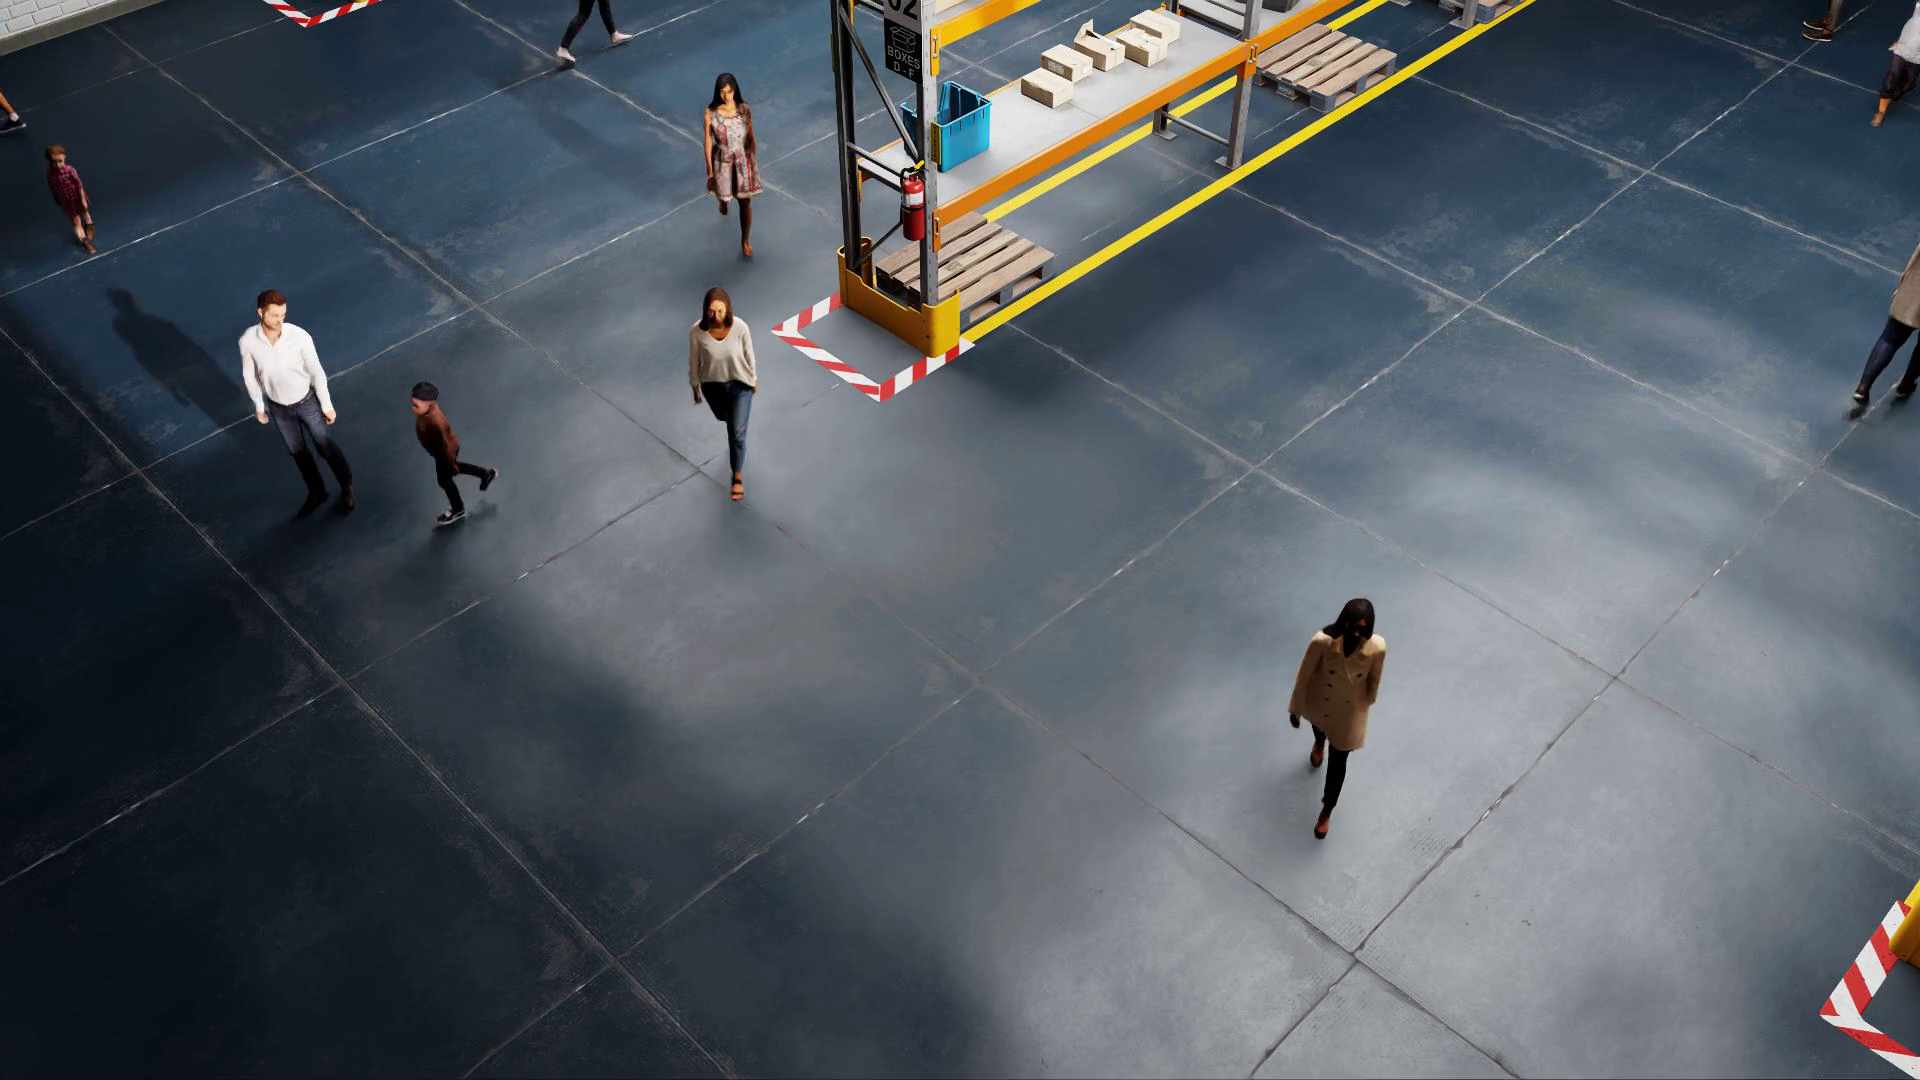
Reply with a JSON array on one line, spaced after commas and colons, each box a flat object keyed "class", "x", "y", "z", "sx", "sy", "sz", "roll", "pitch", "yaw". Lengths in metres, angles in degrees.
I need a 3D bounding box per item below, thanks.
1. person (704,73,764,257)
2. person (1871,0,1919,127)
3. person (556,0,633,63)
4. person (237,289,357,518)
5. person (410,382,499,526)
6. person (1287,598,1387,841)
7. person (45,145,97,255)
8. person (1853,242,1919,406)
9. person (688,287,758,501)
[{"class": "person", "x": -1.969, "y": -3.291, "z": 14.292, "sx": 1.019, "sy": 1.628, "sz": 0.983, "roll": -11, "pitch": 45, "yaw": -11}, {"class": "person", "x": 9.151, "y": -4.737, "z": 15.951, "sx": 0.655, "sy": 1.434, "sz": 0.922, "roll": 27, "pitch": 50, "yaw": 26}, {"class": "person", "x": -3.815, "y": -5.627, "z": 16.683, "sx": 1.170, "sy": 1.712, "sz": 0.661, "roll": -27, "pitch": 50, "yaw": -26}, {"class": "person", "x": -4.687, "y": -0.951, "z": 11.676, "sx": 0.755, "sy": 1.848, "sz": 0.823, "roll": 8, "pitch": 44, "yaw": 8}, {"class": "person", "x": -3.624, "y": -0.663, "z": 11.815, "sx": 0.815, "sy": 1.240, "sz": 0.641, "roll": -19, "pitch": 47, "yaw": -19}, {"class": "person", "x": 2.224, "y": 0.892, "z": 9.894, "sx": 0.991, "sy": 1.637, "sz": 1.175, "roll": 11, "pitch": 45, "yaw": 11}, {"class": "person", "x": -7.726, "y": -3.003, "z": 14.444, "sx": 0.711, "sy": 1.001, "sz": 0.678, "roll": -8, "pitch": 44, "yaw": -9}, {"class": "person", "x": 7.255, "y": -1.777, "z": 12.526, "sx": 0.679, "sy": 1.873, "sz": 1.024, "roll": 34, "pitch": 53, "yaw": 30}, {"class": "person", "x": -1.695, "y": -1.169, "z": 12.051, "sx": 1.076, "sy": 1.647, "sz": 1.121, "roll": -1, "pitch": 44, "yaw": -1}]
